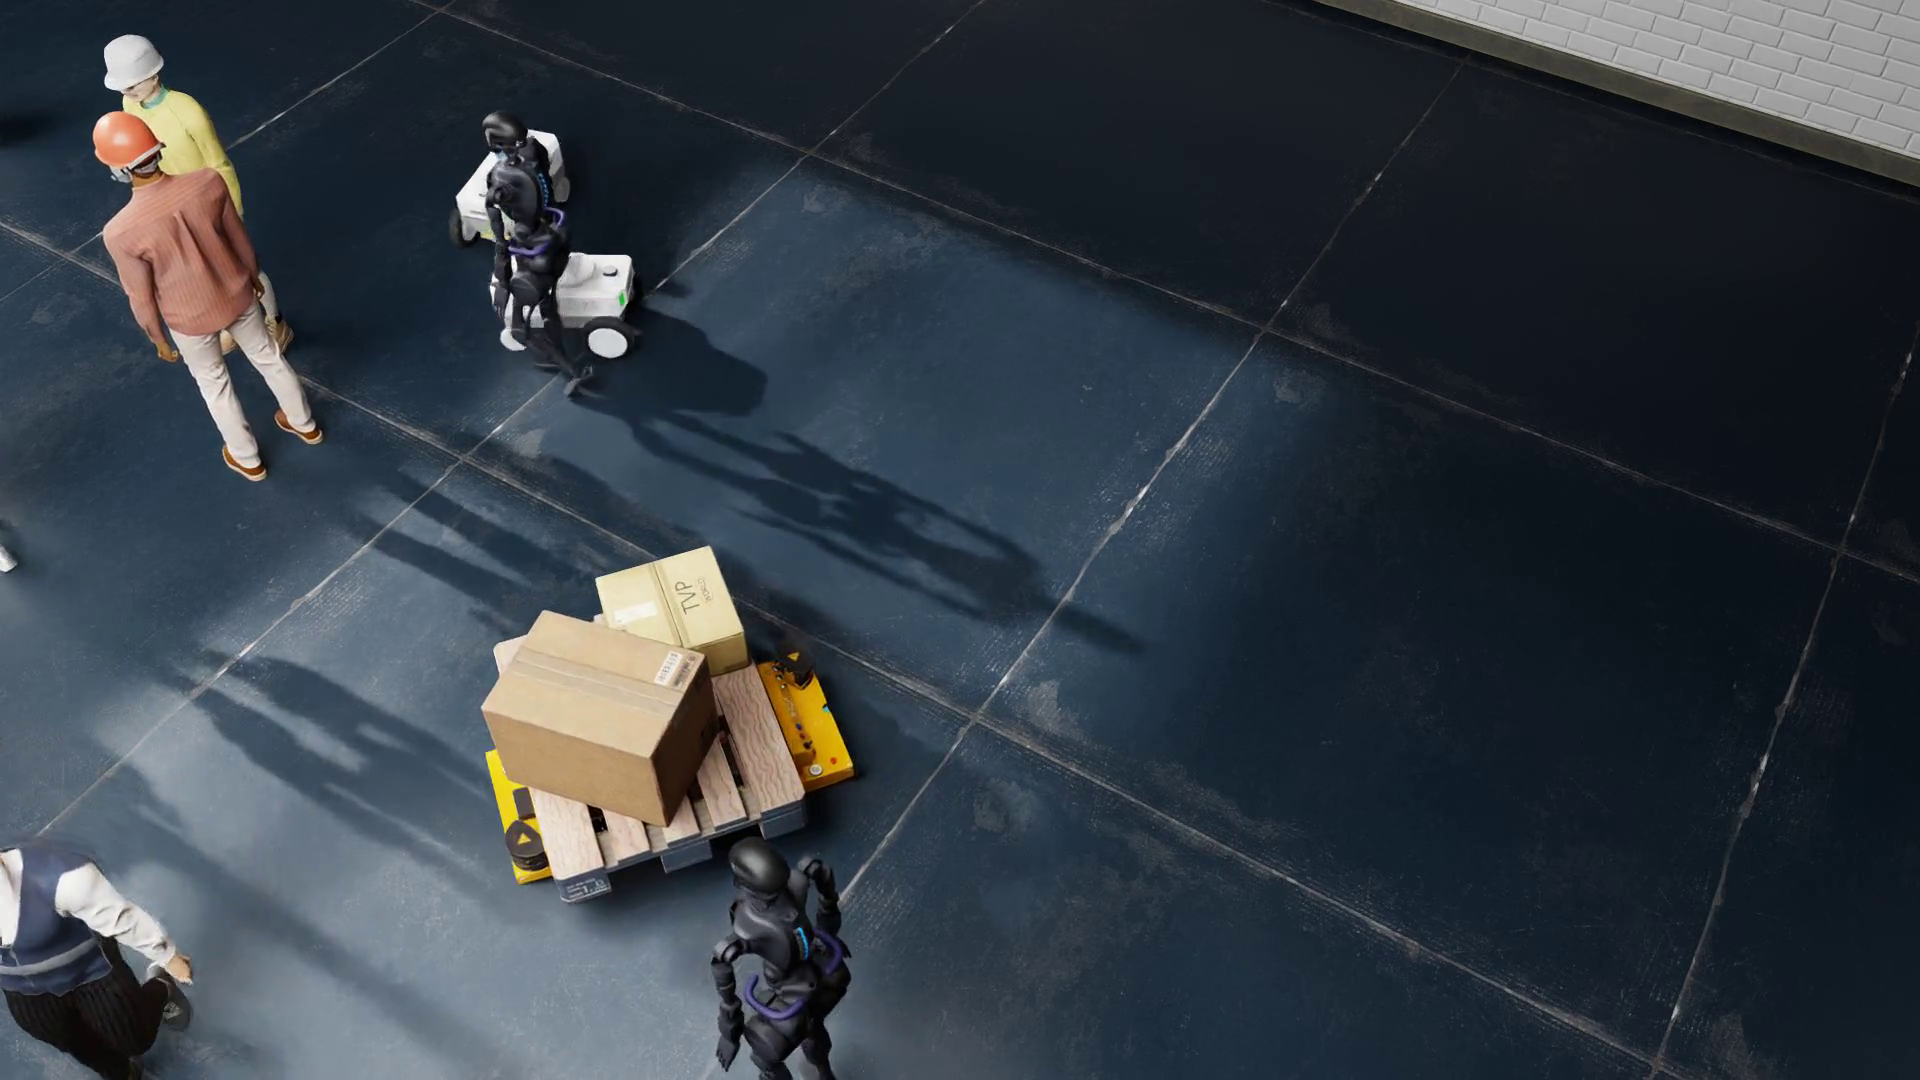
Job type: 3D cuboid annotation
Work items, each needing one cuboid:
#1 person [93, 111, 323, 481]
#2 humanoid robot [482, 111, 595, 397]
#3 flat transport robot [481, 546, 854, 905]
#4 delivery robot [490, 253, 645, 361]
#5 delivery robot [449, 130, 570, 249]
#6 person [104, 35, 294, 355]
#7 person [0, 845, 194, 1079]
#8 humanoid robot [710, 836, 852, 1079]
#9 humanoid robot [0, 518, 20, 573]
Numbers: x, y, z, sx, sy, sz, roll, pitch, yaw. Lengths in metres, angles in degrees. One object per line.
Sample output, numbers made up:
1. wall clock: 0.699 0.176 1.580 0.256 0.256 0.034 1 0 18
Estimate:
1. person: -3.477 -1.097 7.639 0.401 1.986 0.619 33 57 26
2. humanoid robot: -2.047 -1.394 8.099 0.462 1.643 0.589 12 50 11
3. flat transport robot: -1.230 0.920 7.011 1.431 0.231 0.659 -17 51 -14
4. delivery robot: -2.053 -1.283 8.755 0.805 0.606 0.499 0 49 0
5. delivery robot: -2.517 -1.968 9.345 0.499 0.593 0.795 12 50 11
6. person: -3.745 -1.659 8.191 0.486 1.887 0.401 15 51 13
7. person: -3.011 1.422 5.597 0.816 1.737 0.481 -7 49 -6
8. humanoid robot: -0.566 1.513 5.567 0.351 1.639 0.586 30 55 24
9. humanoid robot: -4.595 -0.461 7.261 0.833 1.807 0.567 5 49 5
